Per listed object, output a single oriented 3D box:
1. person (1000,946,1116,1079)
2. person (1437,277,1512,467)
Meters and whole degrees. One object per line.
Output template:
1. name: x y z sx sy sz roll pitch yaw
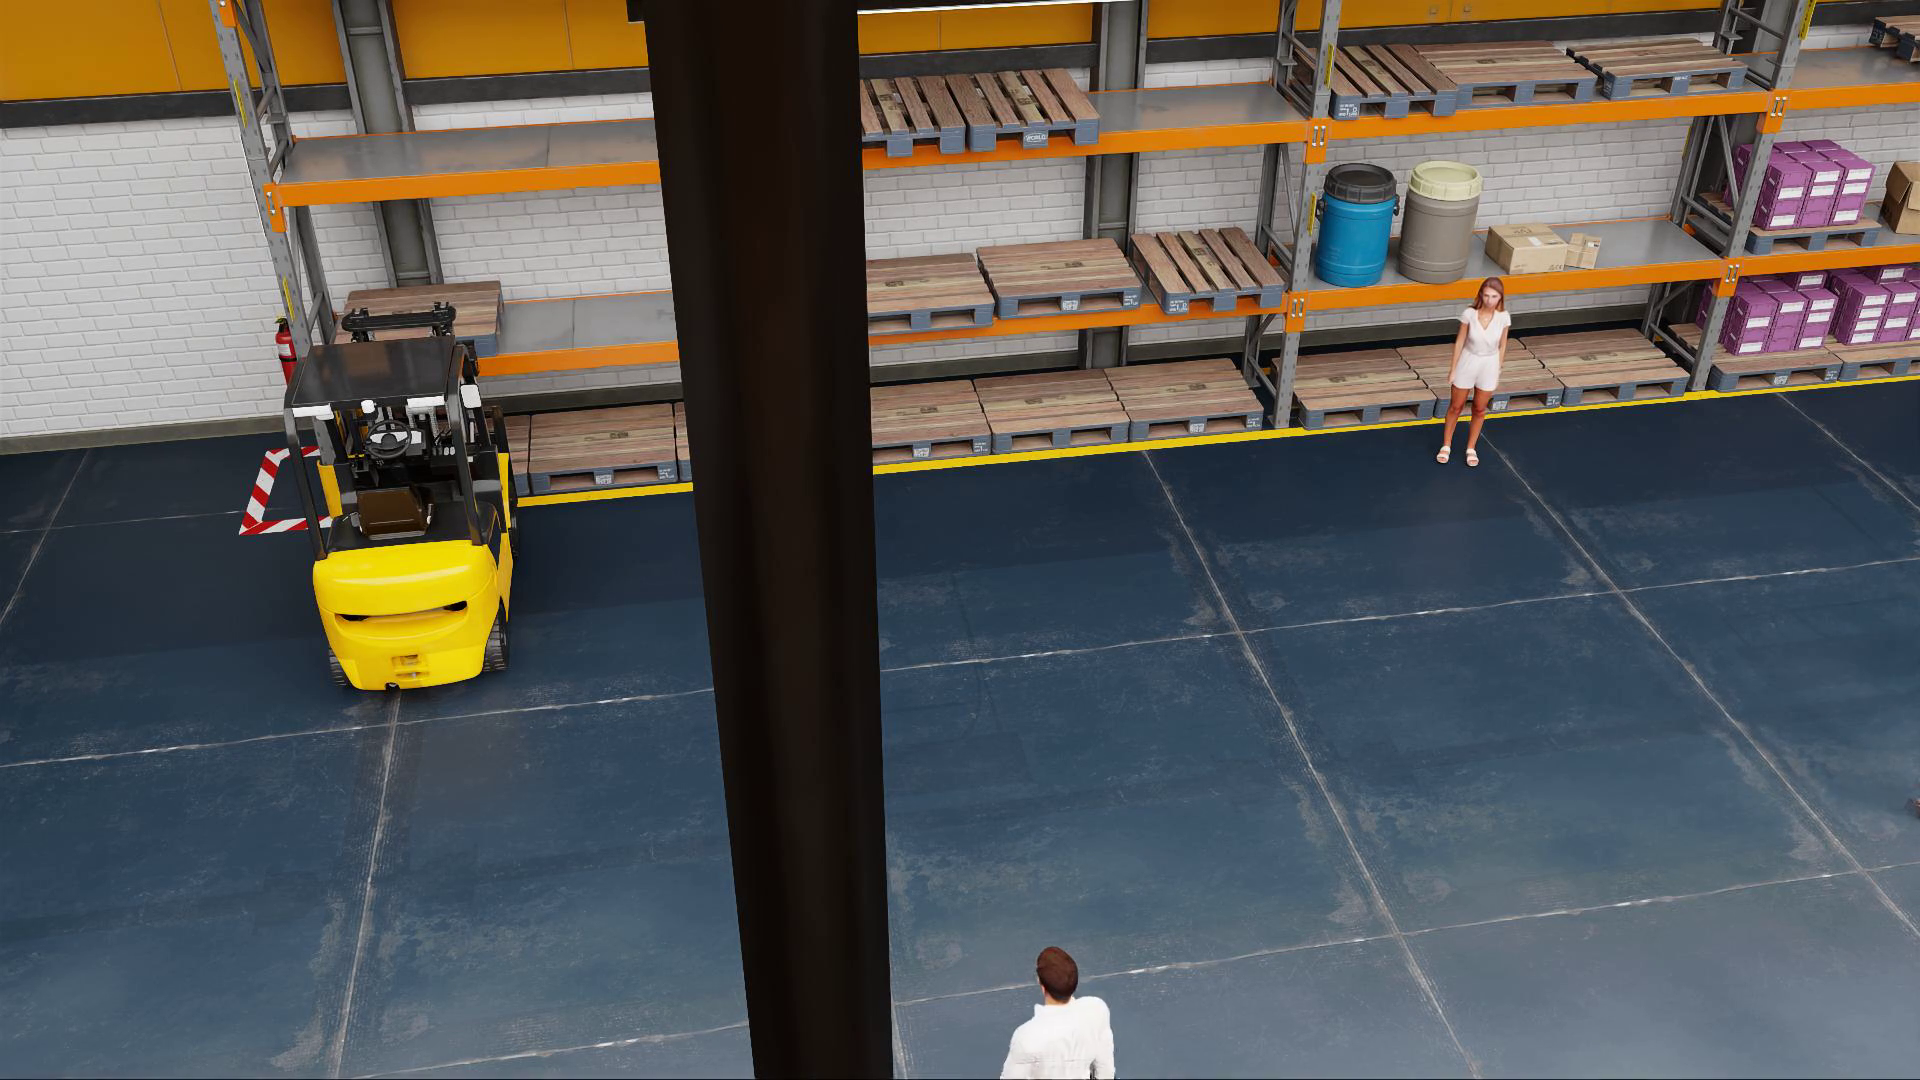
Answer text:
1. person: 0.506 2.662 7.567 1.218 1.824 1.051 -20 38 -27
2. person: 4.292 -1.410 13.810 0.595 1.695 0.705 7 34 10
